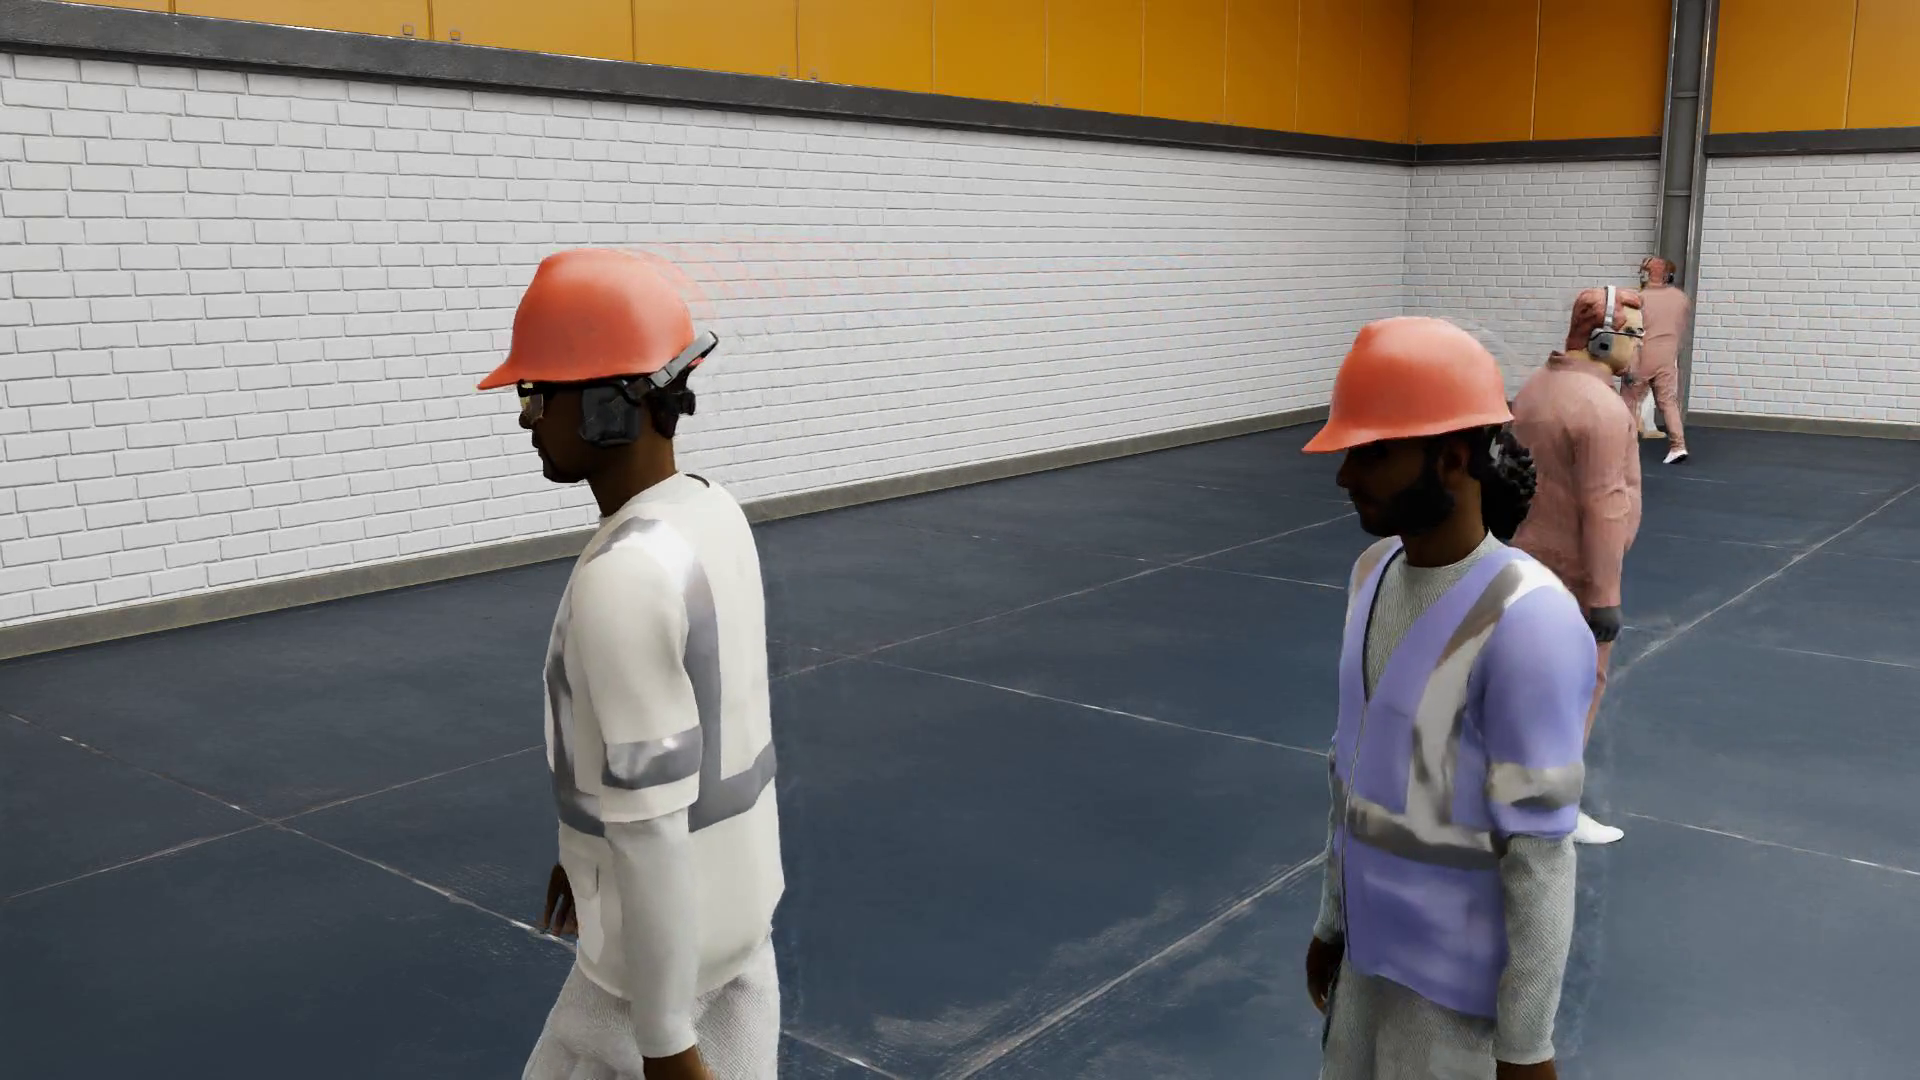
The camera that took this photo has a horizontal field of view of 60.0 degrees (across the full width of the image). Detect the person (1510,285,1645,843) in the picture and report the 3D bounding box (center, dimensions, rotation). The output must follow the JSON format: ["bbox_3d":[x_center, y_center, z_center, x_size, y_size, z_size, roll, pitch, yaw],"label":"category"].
[{"bbox_3d":[1.972,0.101,5.529,0.534,1.883,0.650,0,10,0],"label":"person"}]

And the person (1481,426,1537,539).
[{"bbox_3d":[0.950,0.608,3.212,0.319,1.697,0.532,-1,10,-8],"label":"person"}]

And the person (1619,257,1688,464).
[{"bbox_3d":[6.295,-1.628,15.154,0.651,1.907,0.736,-3,11,-14],"label":"person"}]

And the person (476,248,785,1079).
[{"bbox_3d":[-0.586,0.571,2.567,0.949,2.000,0.619,1,10,8],"label":"person"}]

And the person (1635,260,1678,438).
[{"bbox_3d":[6.999,-1.913,16.837,0.529,1.830,0.631,-3,11,-17],"label":"person"}]

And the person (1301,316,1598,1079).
[{"bbox_3d":[0.784,0.618,2.576,0.578,1.914,0.550,-2,10,-11],"label":"person"}]
